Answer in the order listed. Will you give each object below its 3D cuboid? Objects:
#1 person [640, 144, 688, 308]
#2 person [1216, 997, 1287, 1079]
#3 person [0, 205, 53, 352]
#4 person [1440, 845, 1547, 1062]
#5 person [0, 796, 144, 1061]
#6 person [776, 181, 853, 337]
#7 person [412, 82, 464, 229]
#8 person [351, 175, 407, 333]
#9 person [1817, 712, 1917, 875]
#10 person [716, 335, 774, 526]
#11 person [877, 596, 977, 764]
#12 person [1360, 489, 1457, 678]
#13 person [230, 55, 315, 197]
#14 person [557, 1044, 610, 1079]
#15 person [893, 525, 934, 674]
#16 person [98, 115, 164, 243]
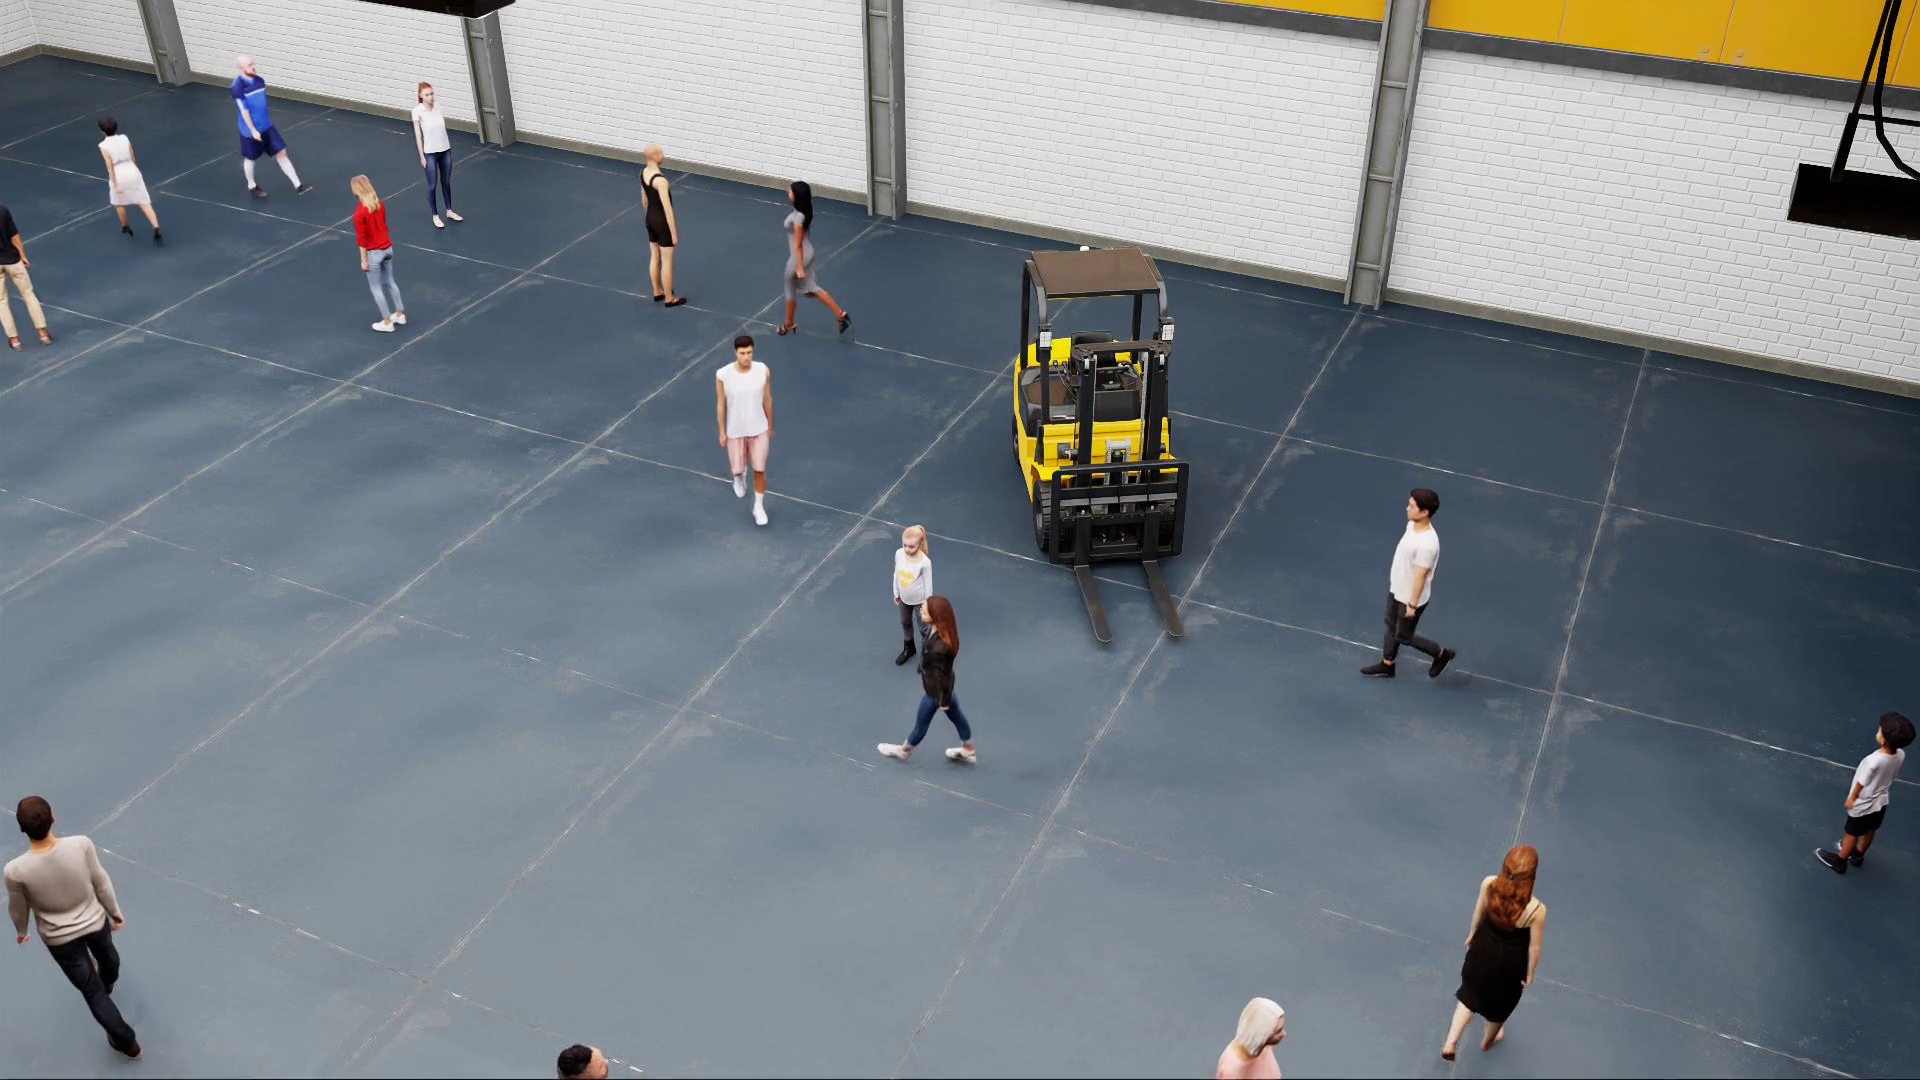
[{"bbox_3d":[-3.286,-3.439,18.153,0.771,1.815,0.595,-25,41,-33],"label":"person"},{"bbox_3d":[1.384,2.966,8.612,0.888,1.709,0.685,21,39,29],"label":"person"},{"bbox_3d":[-9.930,-2.869,17.262,0.716,1.852,0.739,-19,38,-26],"label":"person"},{"bbox_3d":[3.035,2.423,9.523,0.844,1.606,0.775,28,43,35],"label":"person"},{"bbox_3d":[-5.033,2.282,9.533,1.168,1.830,0.904,27,42,34],"label":"person"},{"bbox_3d":[-1.557,-2.883,17.375,1.122,1.751,0.746,8,34,11],"label":"person"},{"bbox_3d":[-6.335,-4.670,20.075,0.613,1.738,0.619,28,43,35],"label":"person"},{"bbox_3d":[-6.178,-3.039,17.659,0.542,1.696,0.639,10,35,15],"label":"person"},{"bbox_3d":[6.014,1.673,10.965,0.567,1.258,0.620,-15,36,-21],"label":"person"},{"bbox_3d":[-1.873,-1.017,14.543,0.964,1.777,0.995,-8,34,-11],"label":"person"},{"bbox_3d":[-0.074,1.025,11.772,1.019,1.444,0.788,3,34,5],"label":"person"},{"bbox_3d":[3.465,0.370,12.517,1.016,1.710,0.851,0,34,0],"label":"person"},{"bbox_3d":[-8.811,-5.099,20.676,1.134,1.787,0.677,14,36,20],"label":"person"},{"bbox_3d":[-1.887,3.121,8.191,1.243,1.918,1.191,-12,35,-17],"label":"person"},{"bbox_3d":[-0.350,0.435,12.813,0.458,1.274,0.578,20,38,27],"label":"person"},{"bbox_3d":[-9.763,-4.215,19.589,1.056,1.518,0.721,24,41,32],"label":"person"}]
